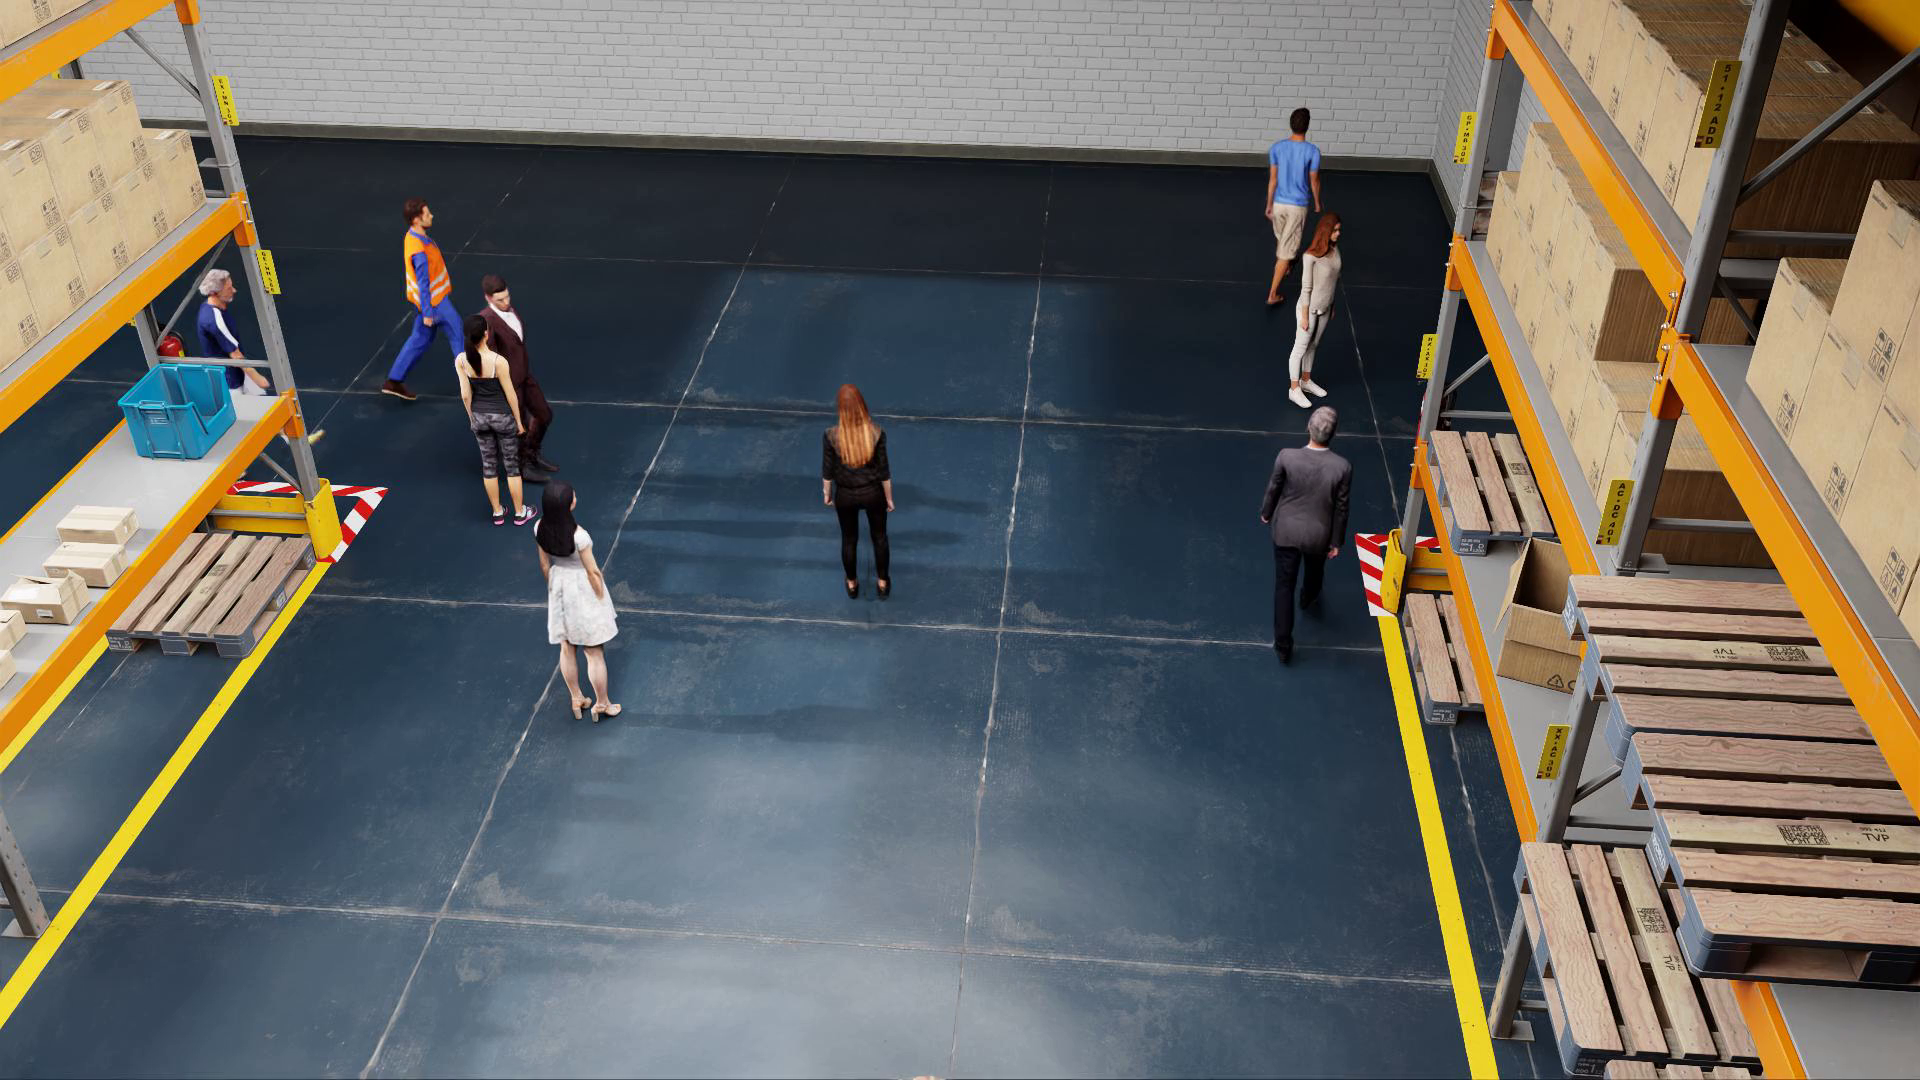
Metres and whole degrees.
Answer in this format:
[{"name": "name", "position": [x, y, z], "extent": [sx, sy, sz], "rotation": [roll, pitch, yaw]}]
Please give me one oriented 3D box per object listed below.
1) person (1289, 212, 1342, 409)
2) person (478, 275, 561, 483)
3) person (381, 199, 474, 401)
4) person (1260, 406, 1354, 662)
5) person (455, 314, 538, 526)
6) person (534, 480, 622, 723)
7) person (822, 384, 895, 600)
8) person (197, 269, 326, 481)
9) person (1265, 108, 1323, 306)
[{"name": "person", "position": [3.008, -1.983, 14.144], "extent": [0.676, 1.709, 0.747], "rotation": [-28, 43, -36]}, {"name": "person", "position": [-3.561, -1.255, 12.935], "extent": [0.832, 1.836, 0.614], "rotation": [6, 34, 8]}, {"name": "person", "position": [-4.560, -1.982, 14.036], "extent": [1.153, 1.827, 1.257], "rotation": [-15, 36, -21]}, {"name": "person", "position": [2.284, -0.006, 11.090], "extent": [0.812, 1.798, 1.169], "rotation": [6, 34, 9]}, {"name": "person", "position": [-3.504, -0.888, 12.481], "extent": [0.565, 1.726, 0.534], "rotation": [4, 34, 5]}, {"name": "person", "position": [-2.425, 0.395, 10.507], "extent": [0.737, 1.774, 0.749], "rotation": [15, 36, 21]}, {"name": "person", "position": [-0.710, -0.283, 11.588], "extent": [0.676, 1.707, 0.617], "rotation": [0, 34, -1]}, {"name": "person", "position": [-5.782, -1.227, 12.945], "extent": [1.059, 1.778, 1.187], "rotation": [-14, 36, -20]}, {"name": "person", "position": [3.106, -3.111, 15.746], "extent": [1.047, 1.815, 1.303], "rotation": [21, 39, 28]}]
